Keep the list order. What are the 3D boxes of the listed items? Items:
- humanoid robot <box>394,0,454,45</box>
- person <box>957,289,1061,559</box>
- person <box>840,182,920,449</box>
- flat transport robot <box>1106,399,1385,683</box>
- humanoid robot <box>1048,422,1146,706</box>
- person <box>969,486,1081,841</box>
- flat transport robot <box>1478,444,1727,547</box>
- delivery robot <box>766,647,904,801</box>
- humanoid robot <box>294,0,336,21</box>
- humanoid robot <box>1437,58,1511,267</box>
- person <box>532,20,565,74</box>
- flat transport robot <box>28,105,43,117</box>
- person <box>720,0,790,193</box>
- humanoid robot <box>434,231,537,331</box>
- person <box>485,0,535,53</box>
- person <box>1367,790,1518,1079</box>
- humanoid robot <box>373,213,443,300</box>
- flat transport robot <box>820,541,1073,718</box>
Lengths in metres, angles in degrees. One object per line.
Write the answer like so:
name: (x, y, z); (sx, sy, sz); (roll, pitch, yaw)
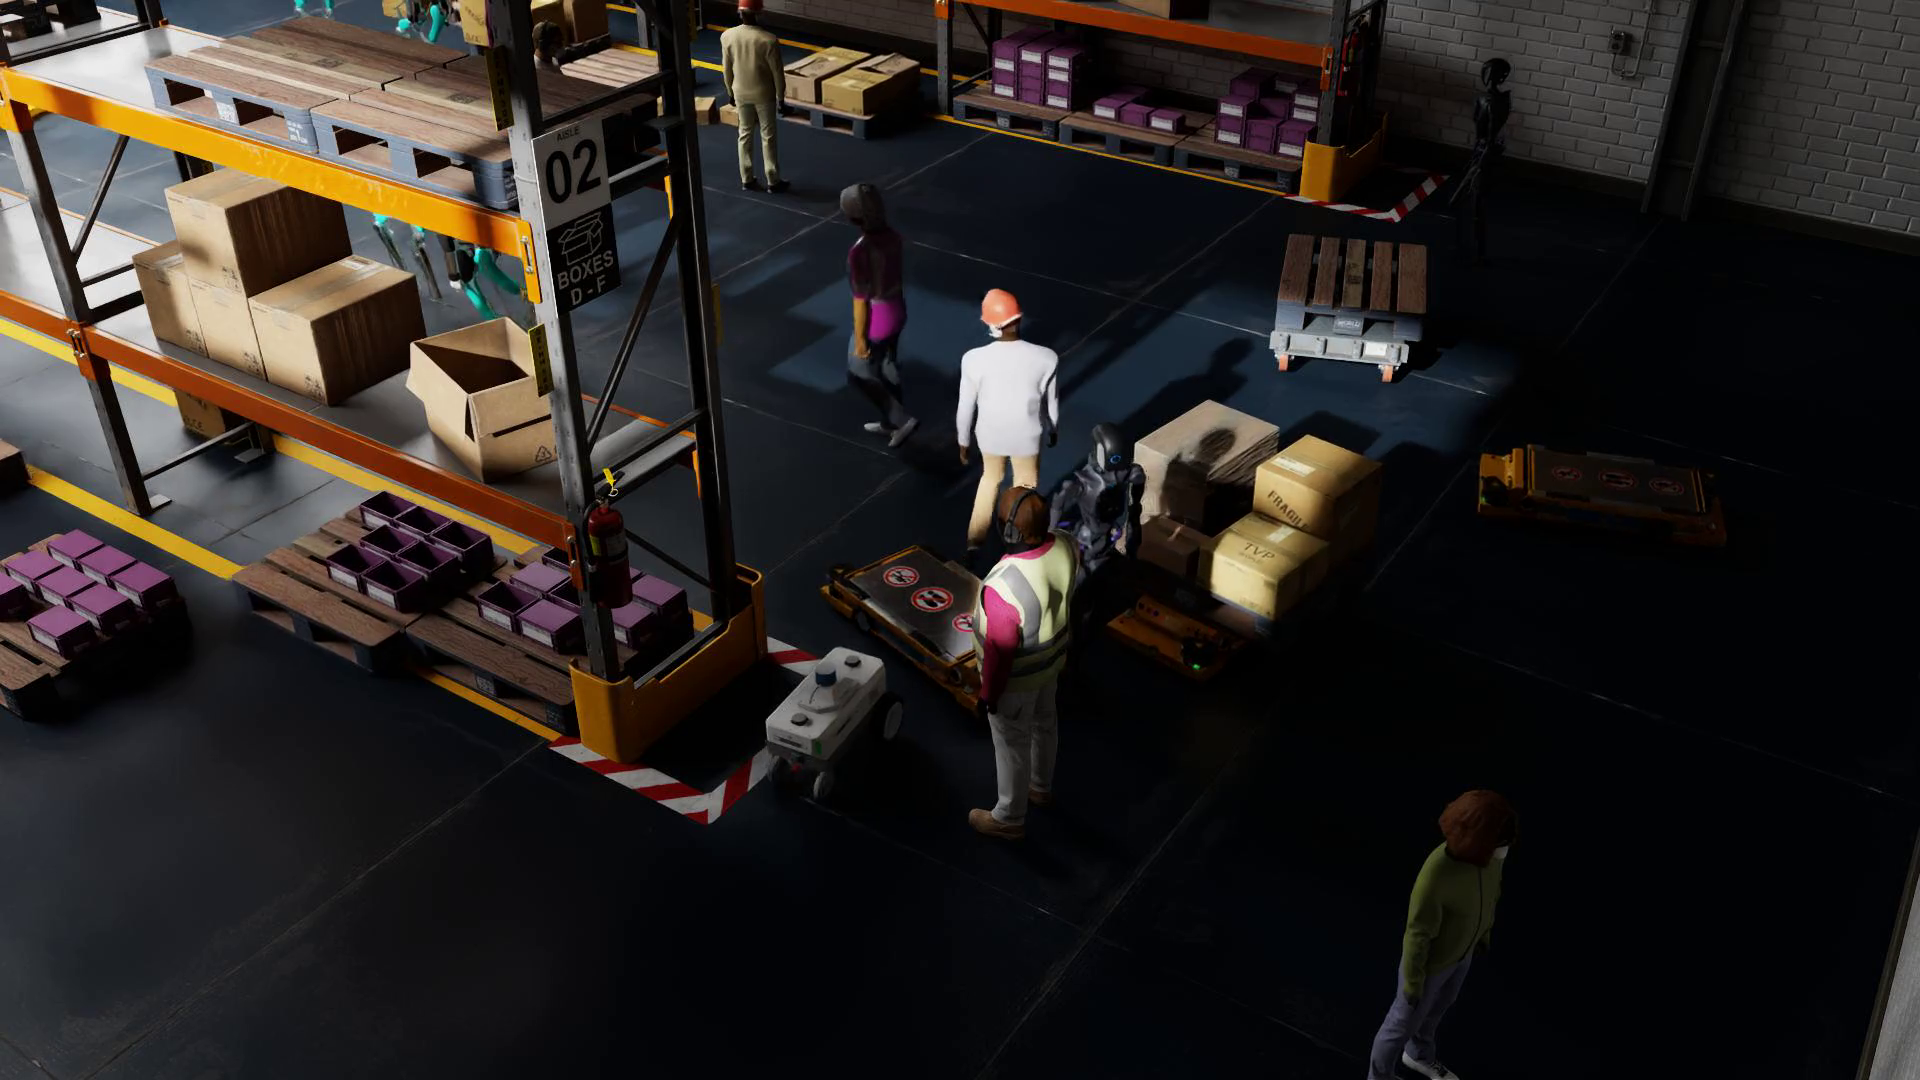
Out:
humanoid robot: (-5.463, -5.393, 16.853); (1.037, 1.750, 0.547); (28, 42, 36)
person: (0.279, -0.608, 9.468); (0.542, 1.732, 0.444); (7, 34, 11)
person: (-0.487, -1.400, 10.592); (0.481, 1.833, 0.556); (20, 38, 27)
flat transport robot: (1.527, 0.296, 9.419); (0.659, 0.231, 1.431); (27, 42, 35)
humanoid robot: (0.649, 0.101, 8.439); (0.612, 1.639, 0.415); (-17, 37, -24)
person: (0.265, 0.563, 7.568); (0.429, 1.844, 0.624); (19, 38, 27)
flat transport robot: (3.971, -0.288, 10.316); (1.431, 0.231, 0.659); (9, 34, 13)
delivery robot: (-0.646, 0.869, 8.292); (0.499, 0.613, 0.811); (15, 36, 22)
humanoid robot: (-6.936, -5.986, 17.804); (0.731, 1.865, 0.538); (28, 42, 36)
humanoid robot: (4.107, -2.966, 13.144); (0.452, 1.650, 0.598); (6, 34, 9)
person: (-3.234, -3.157, 13.215); (0.386, 1.925, 0.622); (0, 33, 0)
flat transport robot: (-9.844, -4.431, 16.684); (1.431, 0.231, 0.659); (6, 34, 9)
person: (-1.773, -3.910, 14.522); (0.571, 1.748, 0.334); (10, 34, 15)
humanoid robot: (-3.204, -1.851, 11.471); (0.716, 1.896, 0.550); (10, 34, 14)
person: (-4.037, -4.386, 15.071); (0.493, 1.955, 0.417); (13, 35, 20)
person: (1.818, 1.556, 6.239); (0.496, 1.625, 0.286); (-25, 40, -33)
humanoid robot: (-4.222, -2.651, 12.634); (0.845, 1.794, 0.562); (28, 42, 36)
flat transport robot: (-0.094, 0.448, 9.184); (0.659, 0.231, 1.431); (-24, 40, -32)
